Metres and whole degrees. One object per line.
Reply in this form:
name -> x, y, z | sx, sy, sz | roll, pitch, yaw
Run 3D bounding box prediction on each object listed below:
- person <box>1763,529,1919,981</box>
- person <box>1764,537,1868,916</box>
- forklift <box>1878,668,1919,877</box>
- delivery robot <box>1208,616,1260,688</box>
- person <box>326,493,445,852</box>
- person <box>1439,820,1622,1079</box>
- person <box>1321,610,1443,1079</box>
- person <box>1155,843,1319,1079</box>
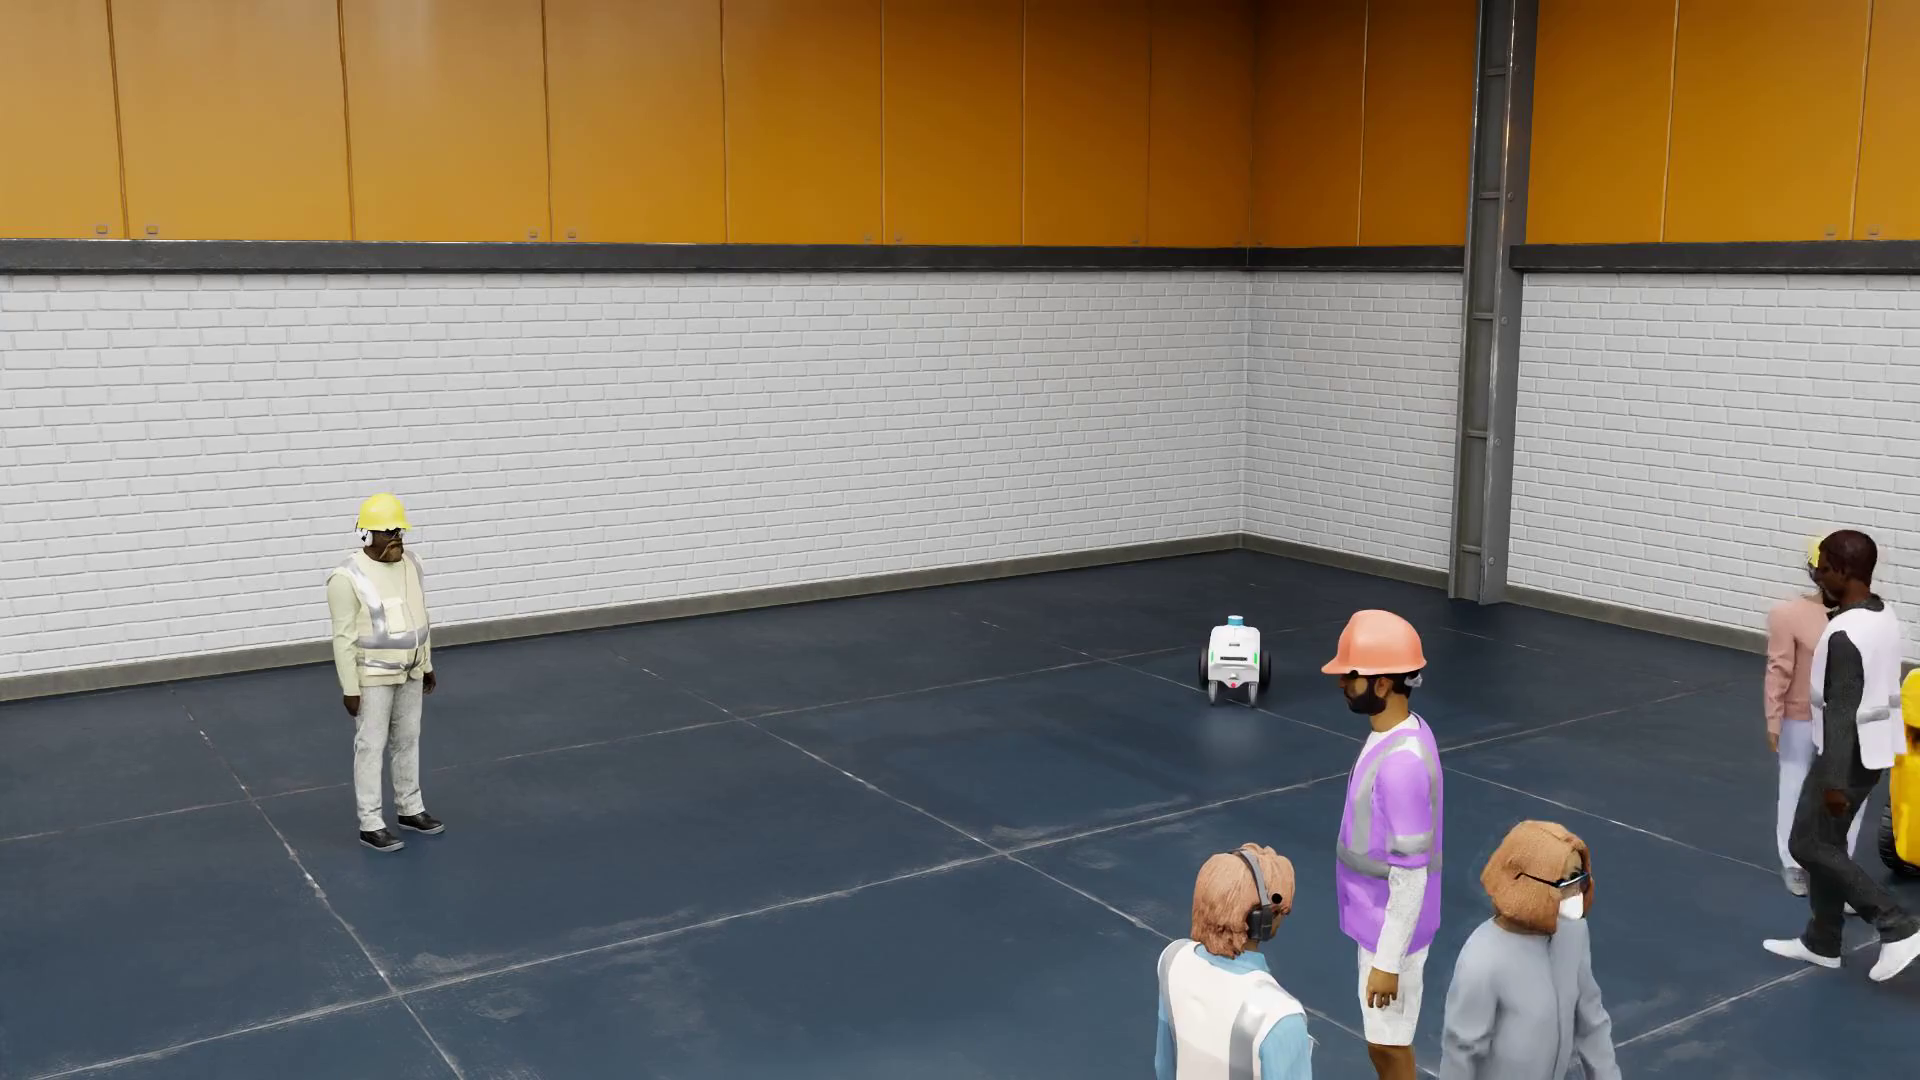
person -> 3.703, 0.911, 6.862 | 0.548, 1.869, 0.596 | 8, 13, 41
person -> 3.974, 0.838, 7.630 | 0.543, 1.739, 0.655 | 1, 10, 7
forklift -> 5.511, 0.571, 7.906 | 2.313, 2.155, 1.214 | -6, 11, -33
delivery robot -> 1.883, 0.763, 11.397 | 0.477, 0.478, 0.707 | 2, 10, 10
person -> -2.912, 0.663, 8.475 | 0.403, 1.824, 0.593 | 4, 10, 25
person -> 1.478, 1.482, 4.202 | 0.519, 1.588, 0.842 | -9, 13, -42
person -> 1.276, 1.165, 5.107 | 0.377, 1.932, 0.552 | 2, 10, 11
person -> 0.641, 1.512, 3.899 | 0.310, 1.642, 0.514 | -5, 11, -29
